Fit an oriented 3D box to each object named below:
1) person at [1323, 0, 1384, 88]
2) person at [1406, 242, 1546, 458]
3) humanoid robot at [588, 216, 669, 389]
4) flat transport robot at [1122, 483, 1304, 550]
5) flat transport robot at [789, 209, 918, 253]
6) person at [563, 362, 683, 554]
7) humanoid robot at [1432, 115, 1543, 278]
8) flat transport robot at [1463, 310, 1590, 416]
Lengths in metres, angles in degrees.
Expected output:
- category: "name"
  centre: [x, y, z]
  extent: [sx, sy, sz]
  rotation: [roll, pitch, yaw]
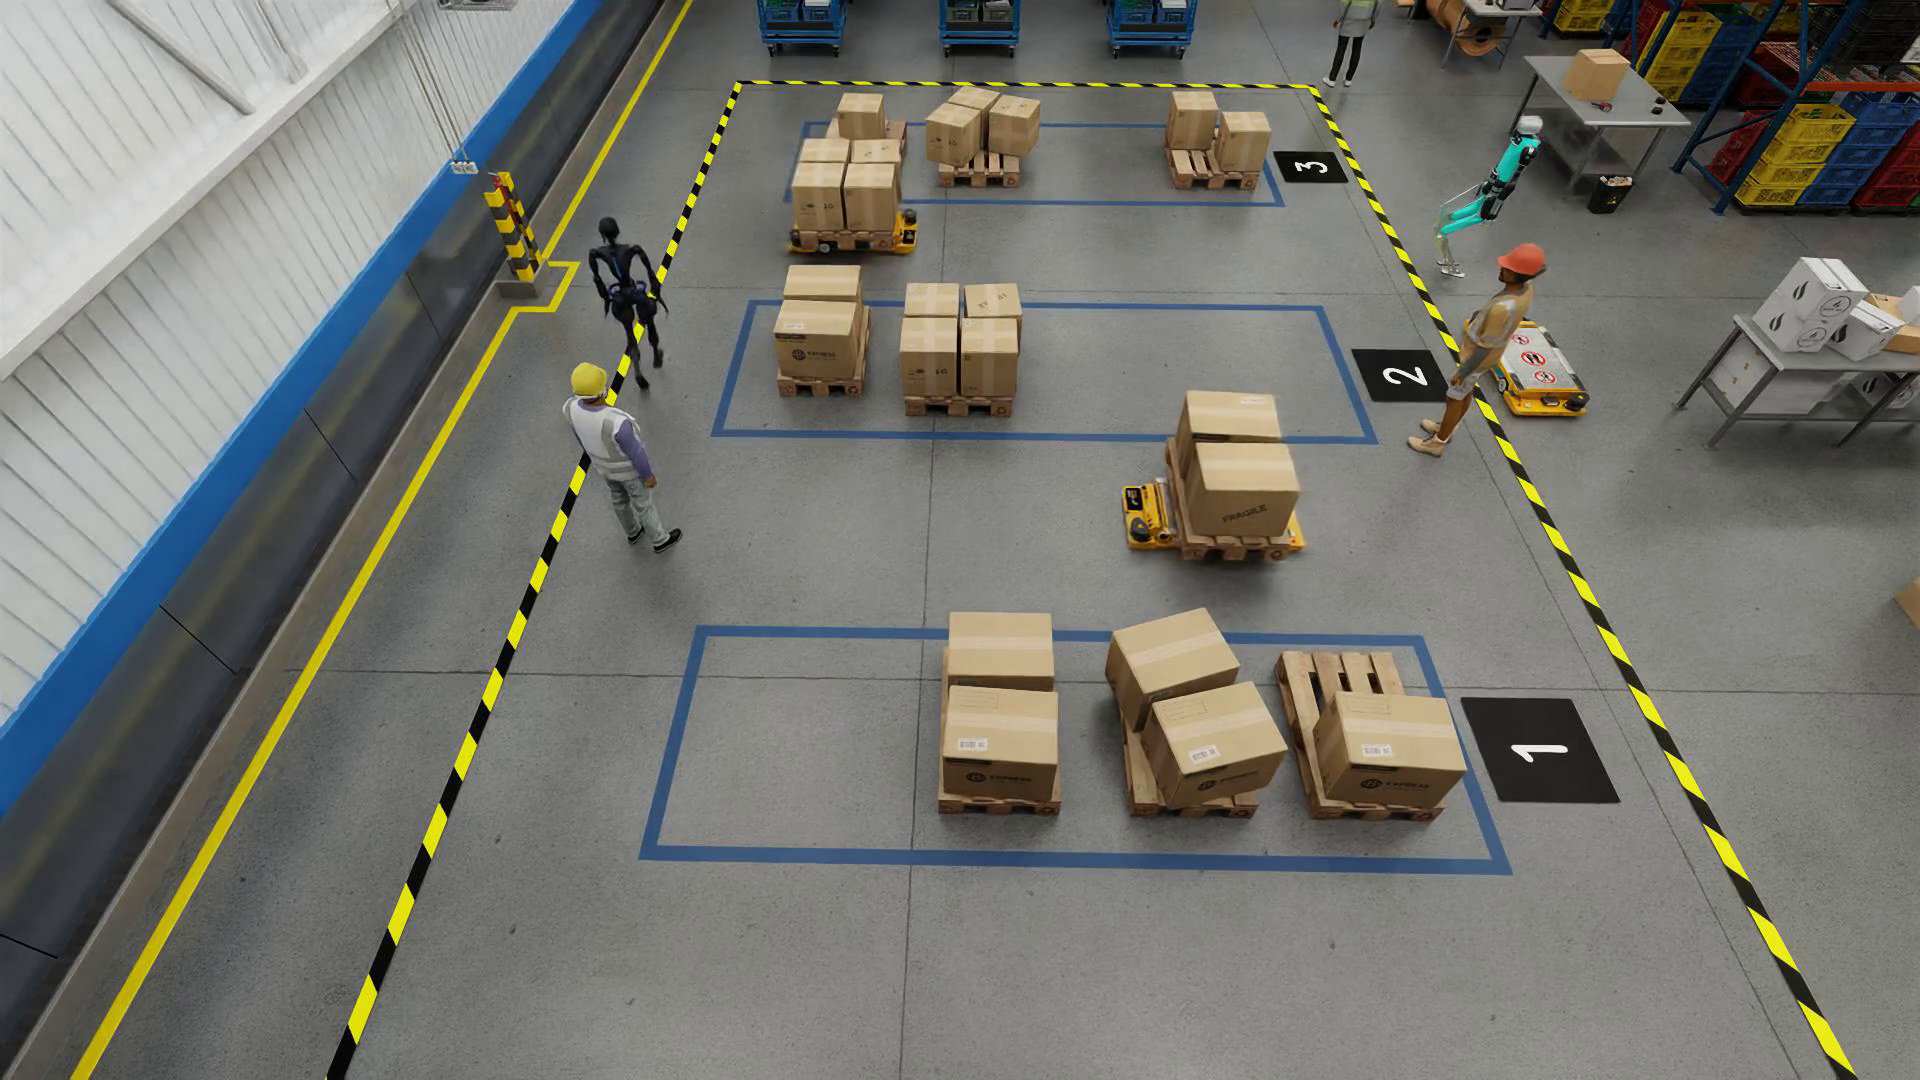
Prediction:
- category: "person"
  centre: [5.558, -7.345, 12.844]
  extent: [0.595, 1.849, 0.384]
  rotation: [0, 49, 0]
- category: "person"
  centre: [4.334, -1.564, 7.715]
  extent: [0.376, 2.041, 0.614]
  rotation: [35, 57, 26]
- category: "humanoid robot"
  centre: [-3.053, -2.203, 8.518]
  extent: [0.590, 1.632, 0.612]
  rotation: [-8, 50, -6]
- category: "flat transport robot"
  centre: [2.119, -0.228, 7.712]
  extent: [1.431, 0.197, 0.652]
  rotation: [1, 49, 1]
- category: "flat transport robot"
  centre: [-1.224, -3.598, 10.629]
  extent: [1.431, 0.197, 0.652]
  rotation: [1, 49, 1]
- category: "person"
  centre: [-2.585, -0.602, 7.017]
  extent: [0.597, 1.836, 0.404]
  rotation: [20, 52, 17]
- category: "humanoid robot"
  centre: [5.360, -3.580, 9.572]
  extent: [0.735, 1.677, 0.533]
  rotation: [9, 50, 8]
- category: "flat transport robot"
  centre: [5.573, -1.757, 9.054]
  extent: [0.659, 0.231, 1.431]
  rotation: [1, 49, 1]
